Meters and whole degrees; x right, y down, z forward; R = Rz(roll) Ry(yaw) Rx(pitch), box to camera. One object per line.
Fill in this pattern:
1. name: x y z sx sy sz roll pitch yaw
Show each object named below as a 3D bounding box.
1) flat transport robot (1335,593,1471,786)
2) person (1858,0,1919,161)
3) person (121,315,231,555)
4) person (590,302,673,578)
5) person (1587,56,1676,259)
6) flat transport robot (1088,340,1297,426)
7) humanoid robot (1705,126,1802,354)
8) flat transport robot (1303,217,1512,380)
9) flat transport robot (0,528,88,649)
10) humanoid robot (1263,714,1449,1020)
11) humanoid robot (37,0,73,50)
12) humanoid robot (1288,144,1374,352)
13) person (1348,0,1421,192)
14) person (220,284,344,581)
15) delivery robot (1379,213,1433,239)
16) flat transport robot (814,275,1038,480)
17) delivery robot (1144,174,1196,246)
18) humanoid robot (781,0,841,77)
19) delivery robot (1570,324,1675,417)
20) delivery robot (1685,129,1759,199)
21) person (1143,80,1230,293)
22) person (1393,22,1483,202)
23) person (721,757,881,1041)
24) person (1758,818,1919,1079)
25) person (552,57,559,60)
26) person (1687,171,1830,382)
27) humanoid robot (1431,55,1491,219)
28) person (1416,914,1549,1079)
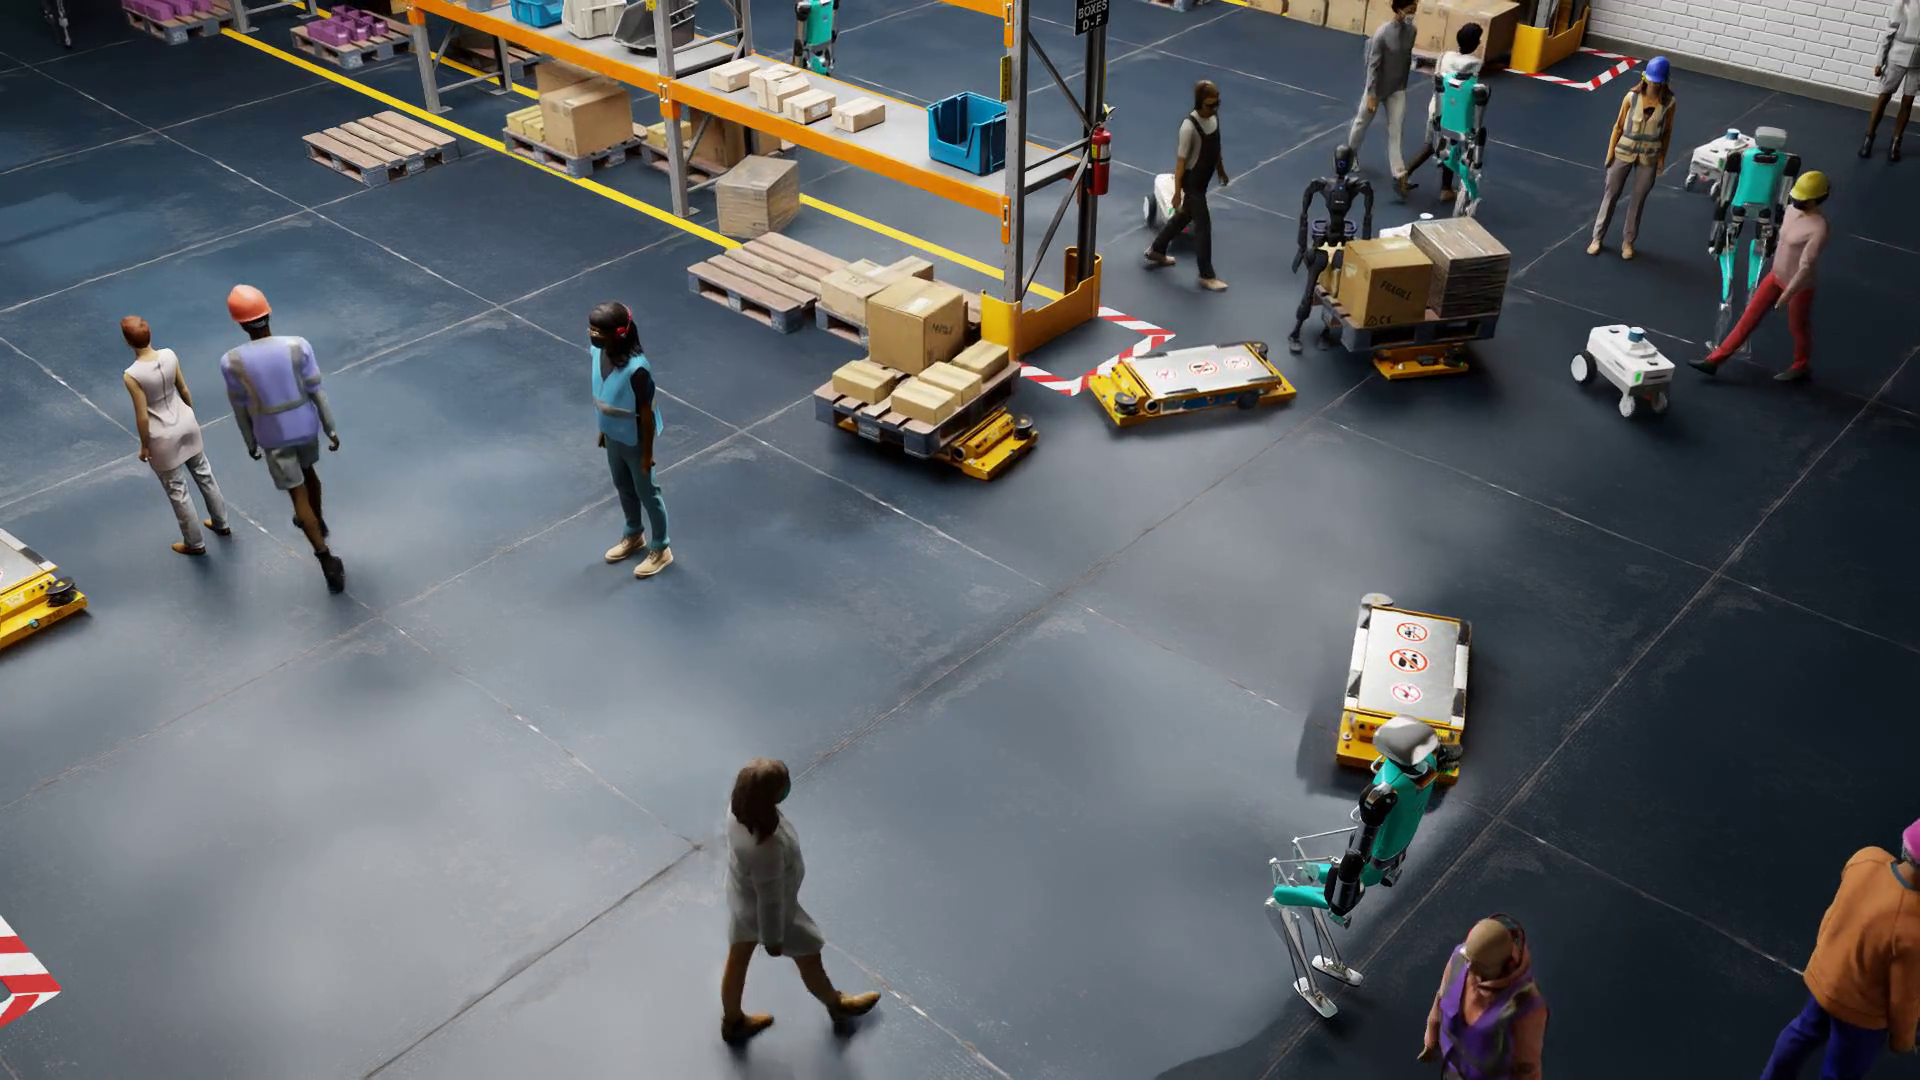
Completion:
1. flat transport robot: 2.576 0.832 9.604 0.659 0.231 1.431 9 36 13
2. person: 9.153 -4.622 16.054 0.546 1.926 0.388 13 37 17
3. person: -5.017 -0.666 10.549 0.273 1.657 0.463 14 37 19
4. person: -2.056 -0.634 10.331 0.516 1.860 0.384 27 43 33
5. person: 5.774 -3.257 14.200 0.481 1.775 0.325 11 36 15
6. flat transport robot: 1.750 -1.186 12.529 1.431 0.231 0.659 -10 36 -14
7. humanoid robot: 6.011 -2.195 12.717 0.530 1.796 0.708 8 35 11
8. flat transport robot: 3.454 -1.712 13.290 0.659 0.231 1.431 -7 35 -10
9. flat transport robot: -6.191 0.243 10.458 1.431 0.231 0.659 24 41 30
10. humanoid robot: 1.674 1.377 7.409 0.735 1.673 0.533 29 44 35
11. humanoid robot: -10.434 -6.404 18.881 0.591 1.621 0.779 -13 37 -18
12. humanoid robot: 2.877 -2.228 12.796 0.600 1.654 0.397 2 35 3
13. person: 4.004 -4.219 15.538 0.554 1.839 1.050 -10 36 -14
14. person: -4.186 -0.672 10.373 0.542 1.896 0.956 -23 41 -29
15. delivery robot: 3.960 -2.480 14.162 0.779 0.607 0.517 -10 36 -15
16. flat transport robot: -0.207 -0.859 12.055 1.431 0.231 0.659 22 40 28
17. delivery robot: 1.959 -3.008 14.909 0.499 0.587 0.791 -3 35 -4
18. humanoid robot: -1.558 -4.691 16.328 0.851 1.770 0.555 27 43 34
19. delivery robot: 4.997 -1.315 12.478 0.499 0.611 0.804 -8 35 -11
20. delivery robot: 7.278 -3.597 15.785 0.807 0.613 0.499 -23 41 -30
21. person: 1.919 -2.986 13.804 0.824 1.806 0.611 20 39 27
22. person: 4.397 -3.862 15.162 0.634 1.669 0.541 -16 38 -21
23. person: -0.756 1.563 7.338 0.809 1.621 0.512 -15 37 -21
24. person: 3.625 1.808 6.689 0.432 1.976 0.511 -2 35 -3
25. person: -4.643 -6.193 18.470 0.320 1.754 0.571 7 35 11
26. person: 6.087 -1.923 12.318 0.932 1.708 0.521 -7 35 -9
27. humanoid robot: 4.400 -3.340 14.396 0.754 1.809 0.537 -24 41 -30
28. person: 2.047 2.097 6.528 0.378 1.669 0.516 -15 37 -21
